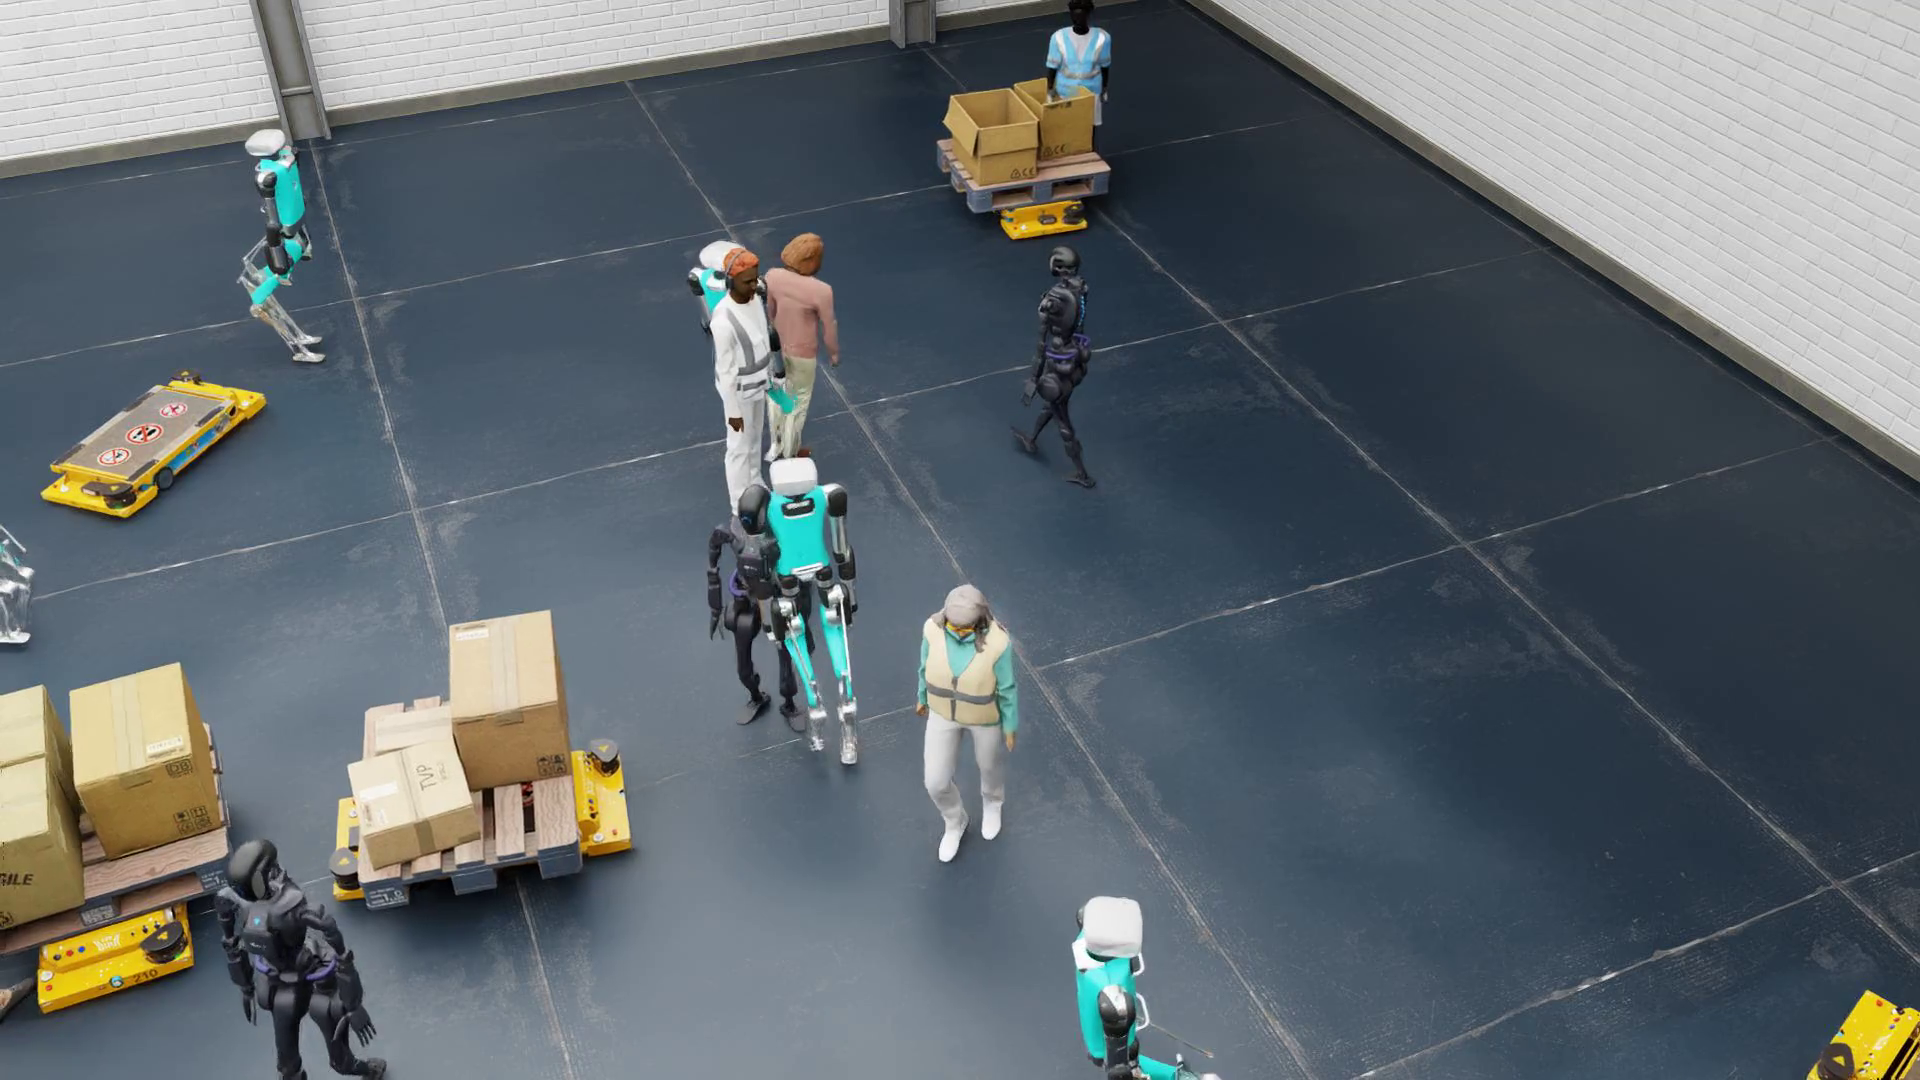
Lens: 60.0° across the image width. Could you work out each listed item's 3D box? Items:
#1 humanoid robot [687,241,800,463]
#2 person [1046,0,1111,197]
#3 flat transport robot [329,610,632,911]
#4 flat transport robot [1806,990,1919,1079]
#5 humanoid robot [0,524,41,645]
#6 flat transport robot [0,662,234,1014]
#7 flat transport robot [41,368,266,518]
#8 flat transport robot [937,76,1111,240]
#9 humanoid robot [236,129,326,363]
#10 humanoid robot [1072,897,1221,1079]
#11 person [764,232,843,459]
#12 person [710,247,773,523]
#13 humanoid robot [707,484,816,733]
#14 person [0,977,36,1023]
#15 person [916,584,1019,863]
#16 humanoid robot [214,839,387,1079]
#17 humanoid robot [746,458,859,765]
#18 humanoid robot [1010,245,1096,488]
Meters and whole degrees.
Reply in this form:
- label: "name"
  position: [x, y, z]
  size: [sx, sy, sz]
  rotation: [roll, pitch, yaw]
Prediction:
- label: "humanoid robot"
  position: [-1.272, -1.177, 10.654]
  size: [0.547, 1.815, 0.833]
  rotation: [16, 40, 19]
- label: "person"
  position: [0.978, -3.718, 13.967]
  size: [0.540, 1.663, 0.766]
  rotation: [4, 38, 5]
- label: "flat transport robot"
  position: [-2.425, 1.407, 8.441]
  size: [1.431, 0.231, 0.659]
  rotation: [-9, 38, -11]
- label: "flat transport robot"
  position: [4.425, 2.499, 7.020]
  size: [1.431, 0.231, 0.659]
  rotation: [31, 47, 34]
- label: "humanoid robot"
  position: [-5.523, -0.059, 9.181]
  size: [0.781, 1.805, 0.539]
  rotation: [10, 39, 12]
- label: "flat transport robot"
  position: [-4.186, 1.626, 8.157]
  size: [0.659, 0.231, 1.431]
  rotation: [-16, 40, -20]
- label: "flat transport robot"
  position: [-5.385, -0.667, 11.142]
  size: [0.659, 0.231, 1.431]
  rotation: [11, 39, 14]
- label: "flat transport robot"
  position: [0.512, -2.978, 14.150]
  size: [0.659, 0.231, 1.431]
  rotation: [-11, 39, -14]
- label: "humanoid robot"
  position: [-4.879, -2.044, 11.691]
  size: [0.712, 1.752, 0.538]
  rotation: [2, 38, 3]
- label: "humanoid robot"
  position: [0.859, 2.022, 6.461]
  size: [0.966, 1.772, 0.544]
  rotation: [-5, 38, -6]
- label: "person"
  position: [-1.051, -1.217, 10.760]
  size: [0.515, 1.600, 0.481]
  rotation: [21, 42, 25]
- label: "person"
  position: [-1.298, -0.921, 10.149]
  size: [0.358, 1.881, 0.572]
  rotation: [8, 38, 11]
- label: "humanoid robot"
  position: [-1.027, 0.356, 8.657]
  size: [0.587, 1.638, 0.378]
  rotation: [6, 38, 8]
- label: "person"
  position: [-4.414, 1.670, 6.964]
  size: [0.485, 1.642, 0.750]
  rotation: [17, 41, 21]
- label: "person"
  position: [0.025, 0.867, 7.983]
  size: [0.535, 1.677, 0.622]
  rotation: [9, 38, 12]
- label: "humanoid robot"
  position: [-2.663, 1.850, 6.722]
  size: [0.589, 1.661, 0.477]
  rotation: [6, 38, 7]
- label: "humanoid robot"
  position: [-0.726, 0.471, 8.444]
  size: [0.535, 1.773, 0.719]
  rotation: [-12, 39, -15]
- label: "humanoid robot"
  position: [0.588, -1.123, 10.606]
  size: [0.744, 1.632, 0.596]
  rotation: [22, 42, 26]
